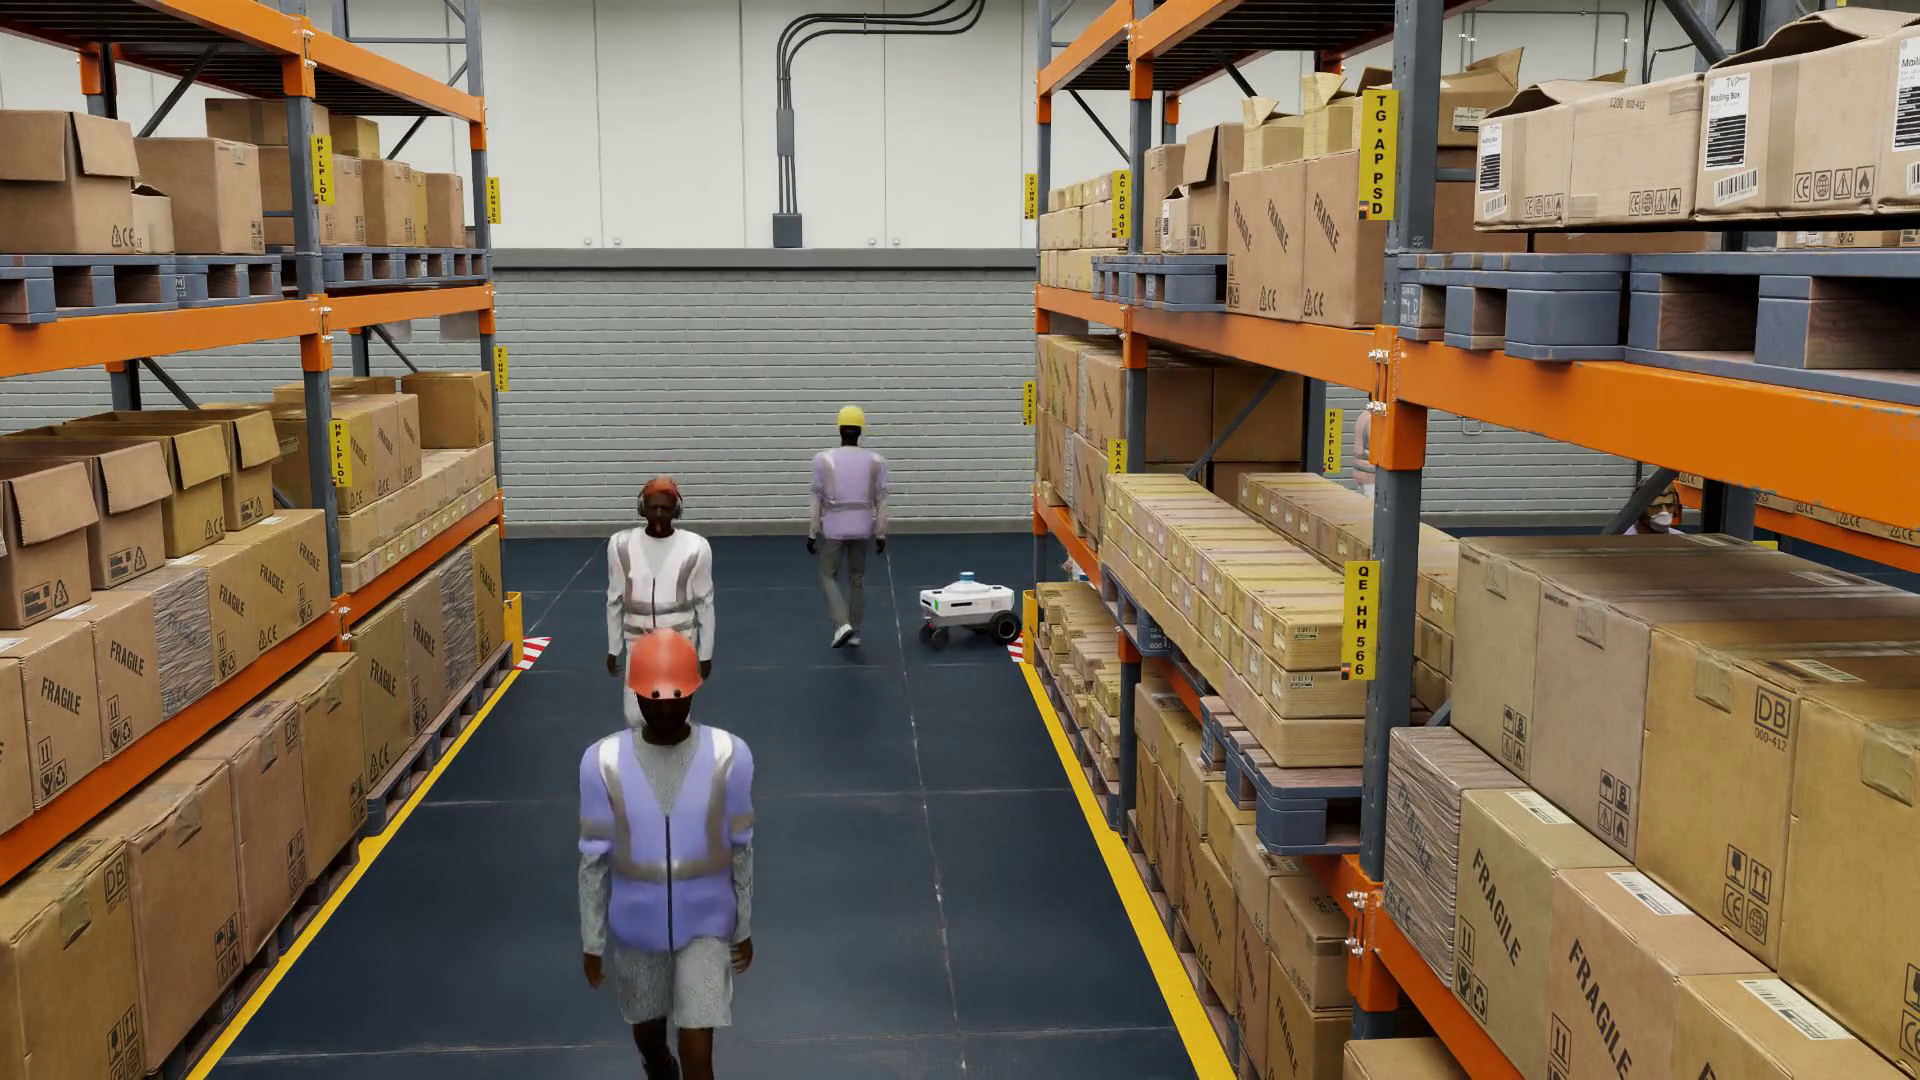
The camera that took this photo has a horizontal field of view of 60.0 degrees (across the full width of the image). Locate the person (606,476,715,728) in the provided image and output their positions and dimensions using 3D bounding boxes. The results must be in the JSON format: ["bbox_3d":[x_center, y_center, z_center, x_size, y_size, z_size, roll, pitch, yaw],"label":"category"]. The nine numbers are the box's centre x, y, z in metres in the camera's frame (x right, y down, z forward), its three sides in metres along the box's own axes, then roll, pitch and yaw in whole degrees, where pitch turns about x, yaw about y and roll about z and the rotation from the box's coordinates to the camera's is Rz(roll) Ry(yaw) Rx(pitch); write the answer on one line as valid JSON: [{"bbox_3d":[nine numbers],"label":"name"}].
[{"bbox_3d":[-1.627,0.570,9.104,0.596,1.864,0.495,0,10,0],"label":"person"}]

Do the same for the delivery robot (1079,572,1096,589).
[{"bbox_3d":[0.987,0.498,13.102,0.707,0.478,0.477,-5,11,-28],"label":"delivery robot"}]

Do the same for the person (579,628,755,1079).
[{"bbox_3d":[-0.935,1.188,5.359,0.552,1.911,0.899,-1,10,-7],"label":"person"}]

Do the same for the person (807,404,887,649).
[{"bbox_3d":[-0.872,-0.090,12.833,0.626,1.913,0.531,-3,10,-19],"label":"person"}]

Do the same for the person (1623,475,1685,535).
[{"bbox_3d":[3.513,0.625,8.565,0.627,1.940,0.372,-1,10,-5],"label":"person"}]

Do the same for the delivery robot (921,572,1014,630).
[{"bbox_3d":[0.054,0.497,13.094,0.707,0.478,0.477,-5,11,-24],"label":"delivery robot"}]

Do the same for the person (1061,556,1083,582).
[{"bbox_3d":[1.175,-0.450,15.217,0.447,1.826,0.643,1,10,4],"label":"person"}]

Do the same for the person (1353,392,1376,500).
[{"bbox_3d":[3.965,-0.564,15.852,0.430,1.844,0.623,0,10,-2],"label":"person"}]
